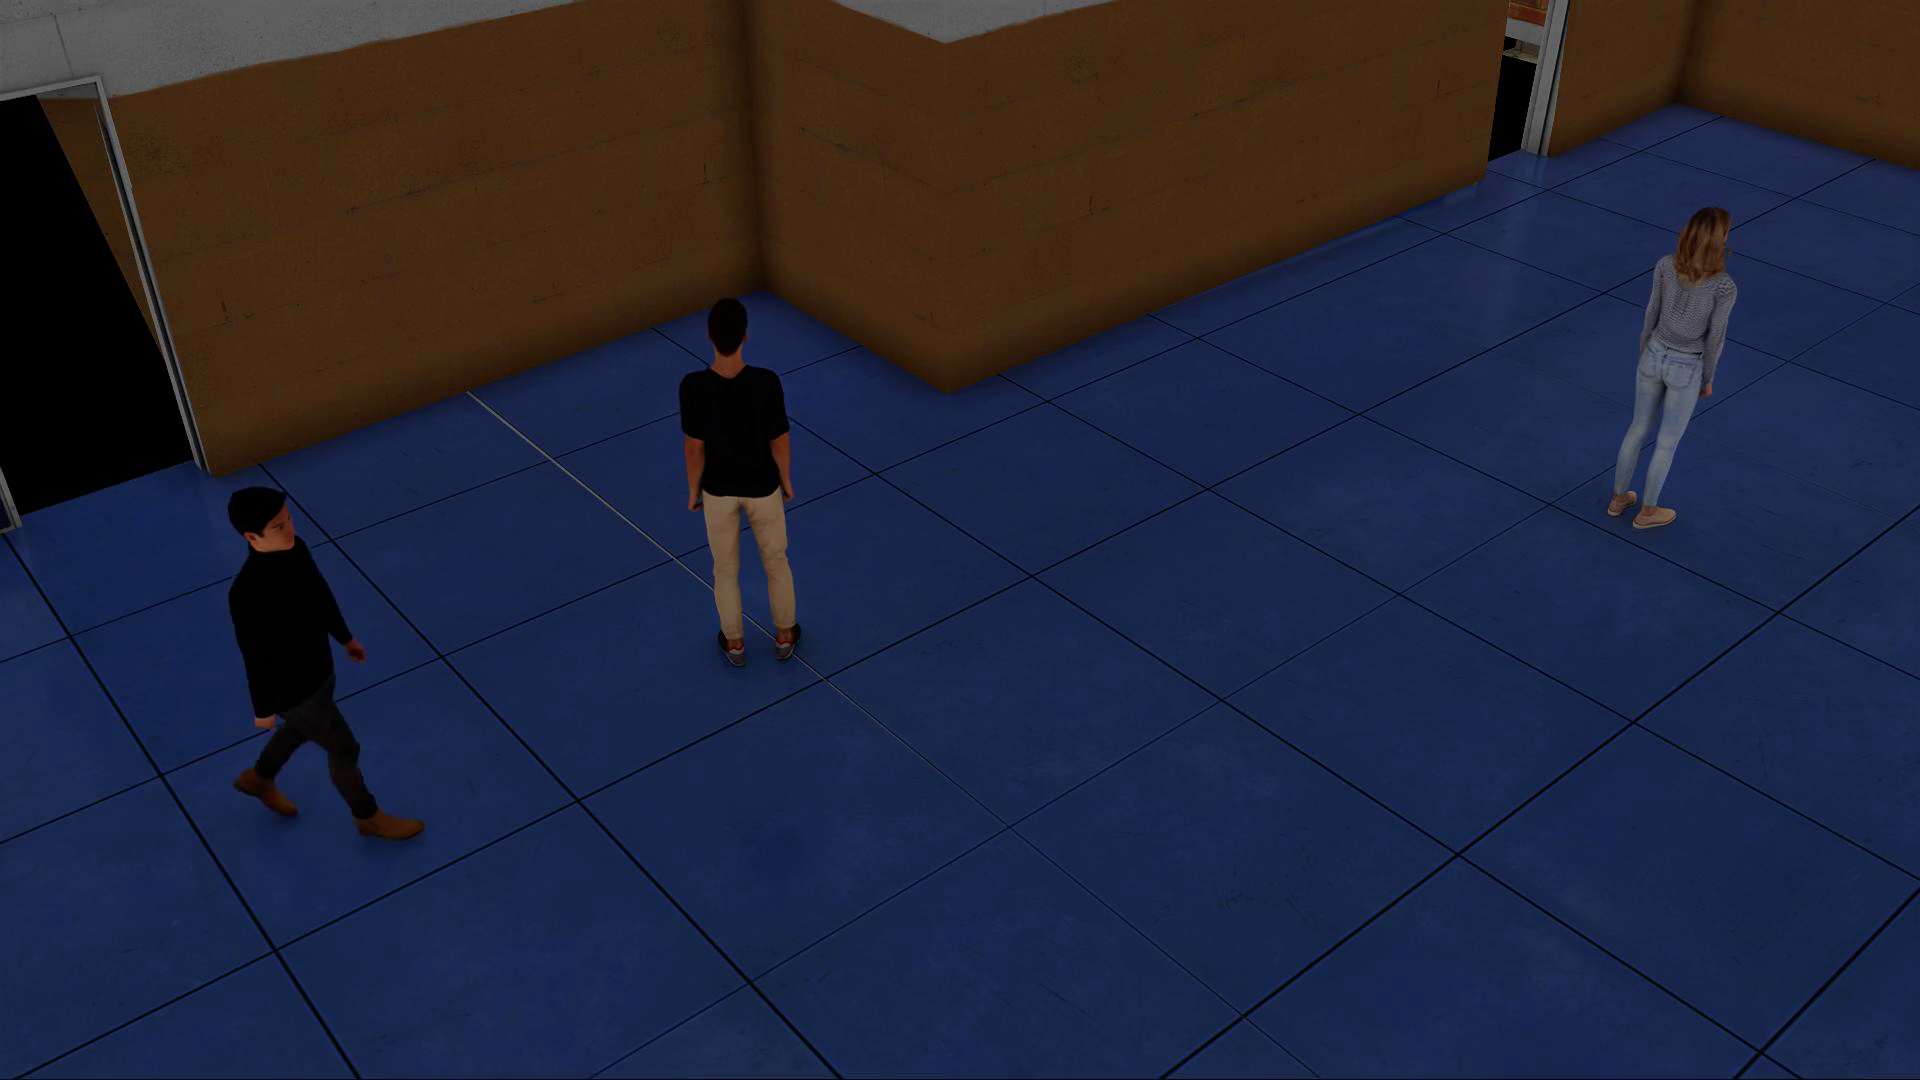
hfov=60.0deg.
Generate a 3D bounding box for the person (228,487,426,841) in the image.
[{"bbox_3d":[-2.707,0.507,6.629,1.111,1.708,1.089,0,34,0],"label":"person"}]

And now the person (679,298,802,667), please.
[{"bbox_3d":[-0.995,-0.236,7.587,0.715,1.859,0.719,-4,34,-7],"label":"person"}]

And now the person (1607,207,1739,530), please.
[{"bbox_3d":[3.703,-0.886,8.644,0.656,1.796,0.453,-22,40,-30],"label":"person"}]
